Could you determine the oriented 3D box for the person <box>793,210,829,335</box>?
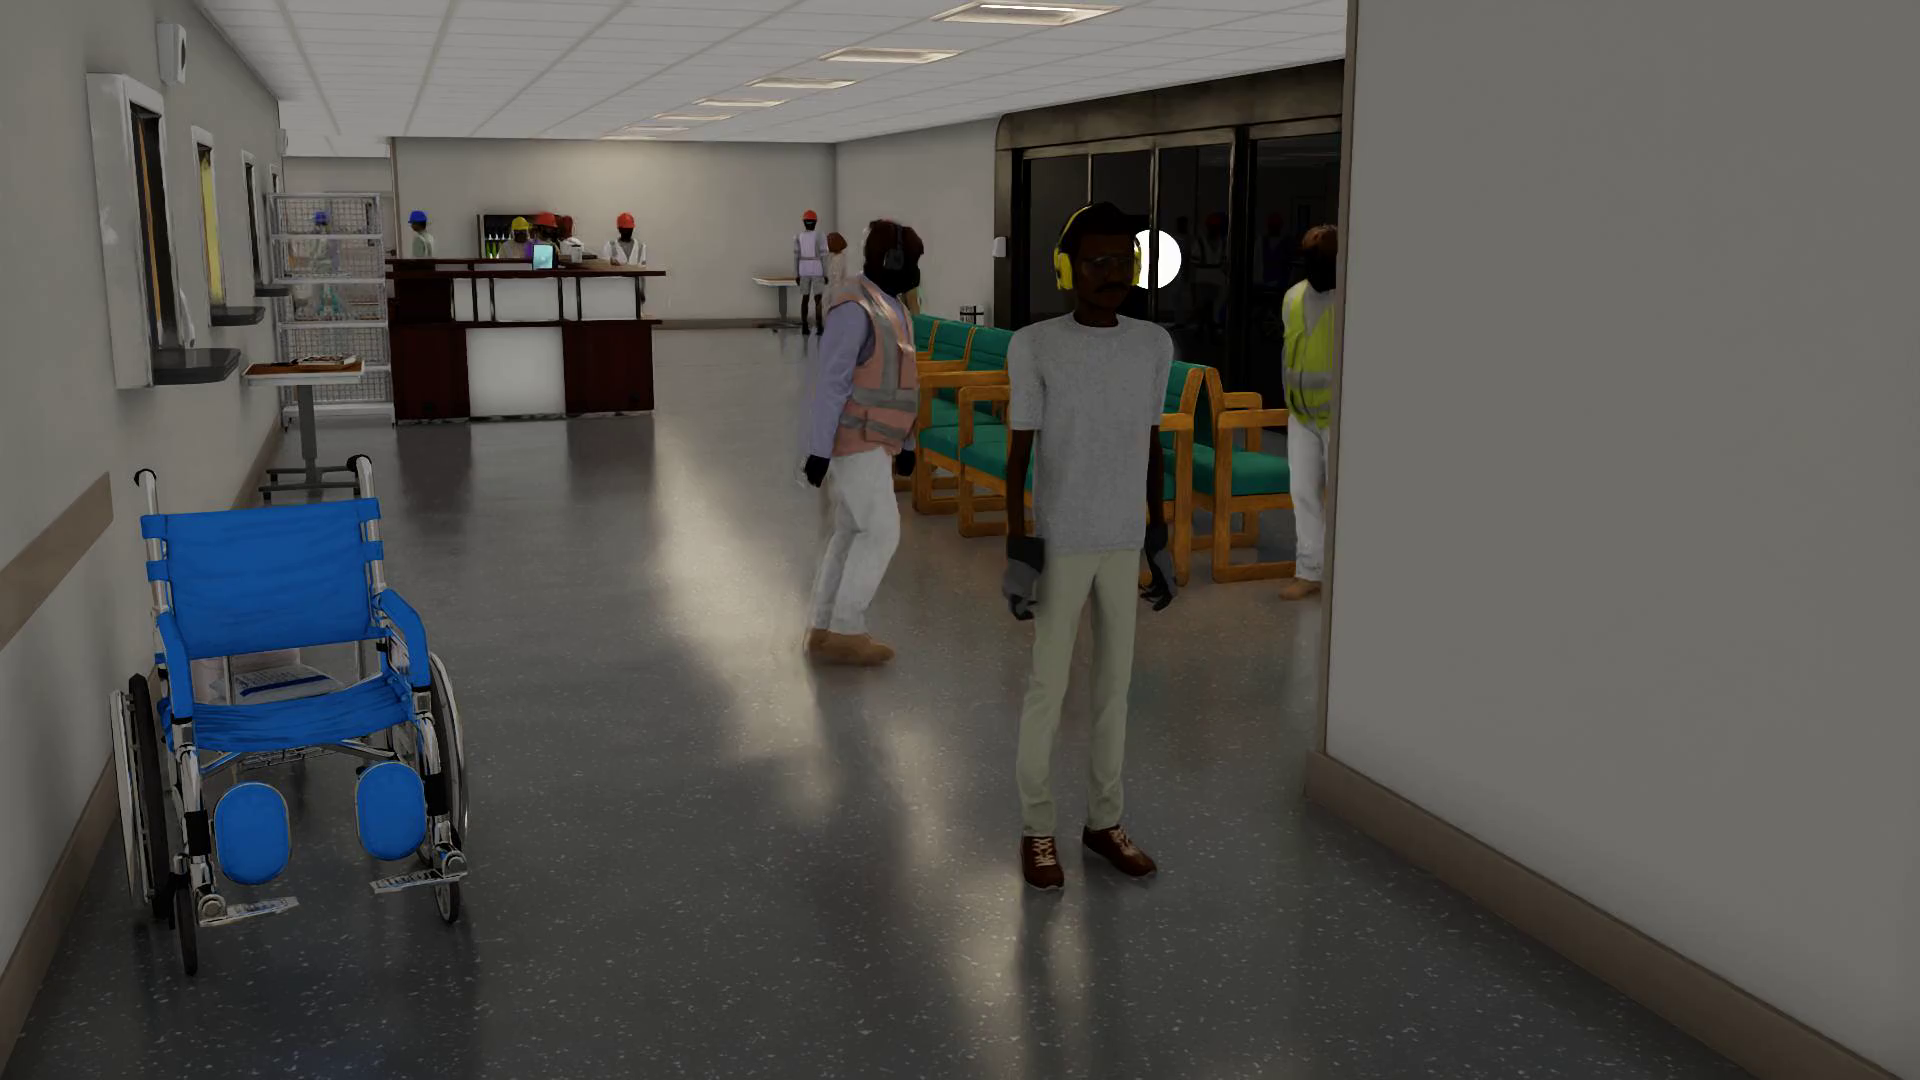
[{"bbox_3d":[-2.310,-4.143,25.814,0.544,1.926,0.378,3,11,14],"label":"person"}]

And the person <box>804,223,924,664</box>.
[{"bbox_3d":[-0.412,-0.394,6.879,0.537,1.804,0.645,2,11,10],"label":"person"}]

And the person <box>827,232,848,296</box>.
[{"bbox_3d":[-1.556,-3.102,21.243,0.286,1.628,0.505,0,11,2],"label":"person"}]

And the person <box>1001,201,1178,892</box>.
[{"bbox_3d":[0.359,0.025,4.559,0.531,1.869,0.308,-5,12,-23],"label":"person"}]

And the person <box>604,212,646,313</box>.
[{"bbox_3d":[-4.261,-3.208,21.130,0.557,1.888,0.993,-5,12,-22],"label":"person"}]

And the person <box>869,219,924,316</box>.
[{"bbox_3d":[-0.606,-1.678,13.480,0.925,1.794,0.575,-4,12,-22],"label":"person"}]

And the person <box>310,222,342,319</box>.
[{"bbox_3d":[-11.346,-4.834,29.796,0.537,1.761,0.373,-6,13,-29],"label":"person"}]

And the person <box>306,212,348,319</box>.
[{"bbox_3d":[-10.517,-4.446,27.422,0.657,1.893,0.994,5,12,25],"label":"person"}]

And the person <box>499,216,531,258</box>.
[{"bbox_3d":[-5.837,-3.392,22.219,0.596,1.828,0.403,-6,13,-30],"label":"person"}]
